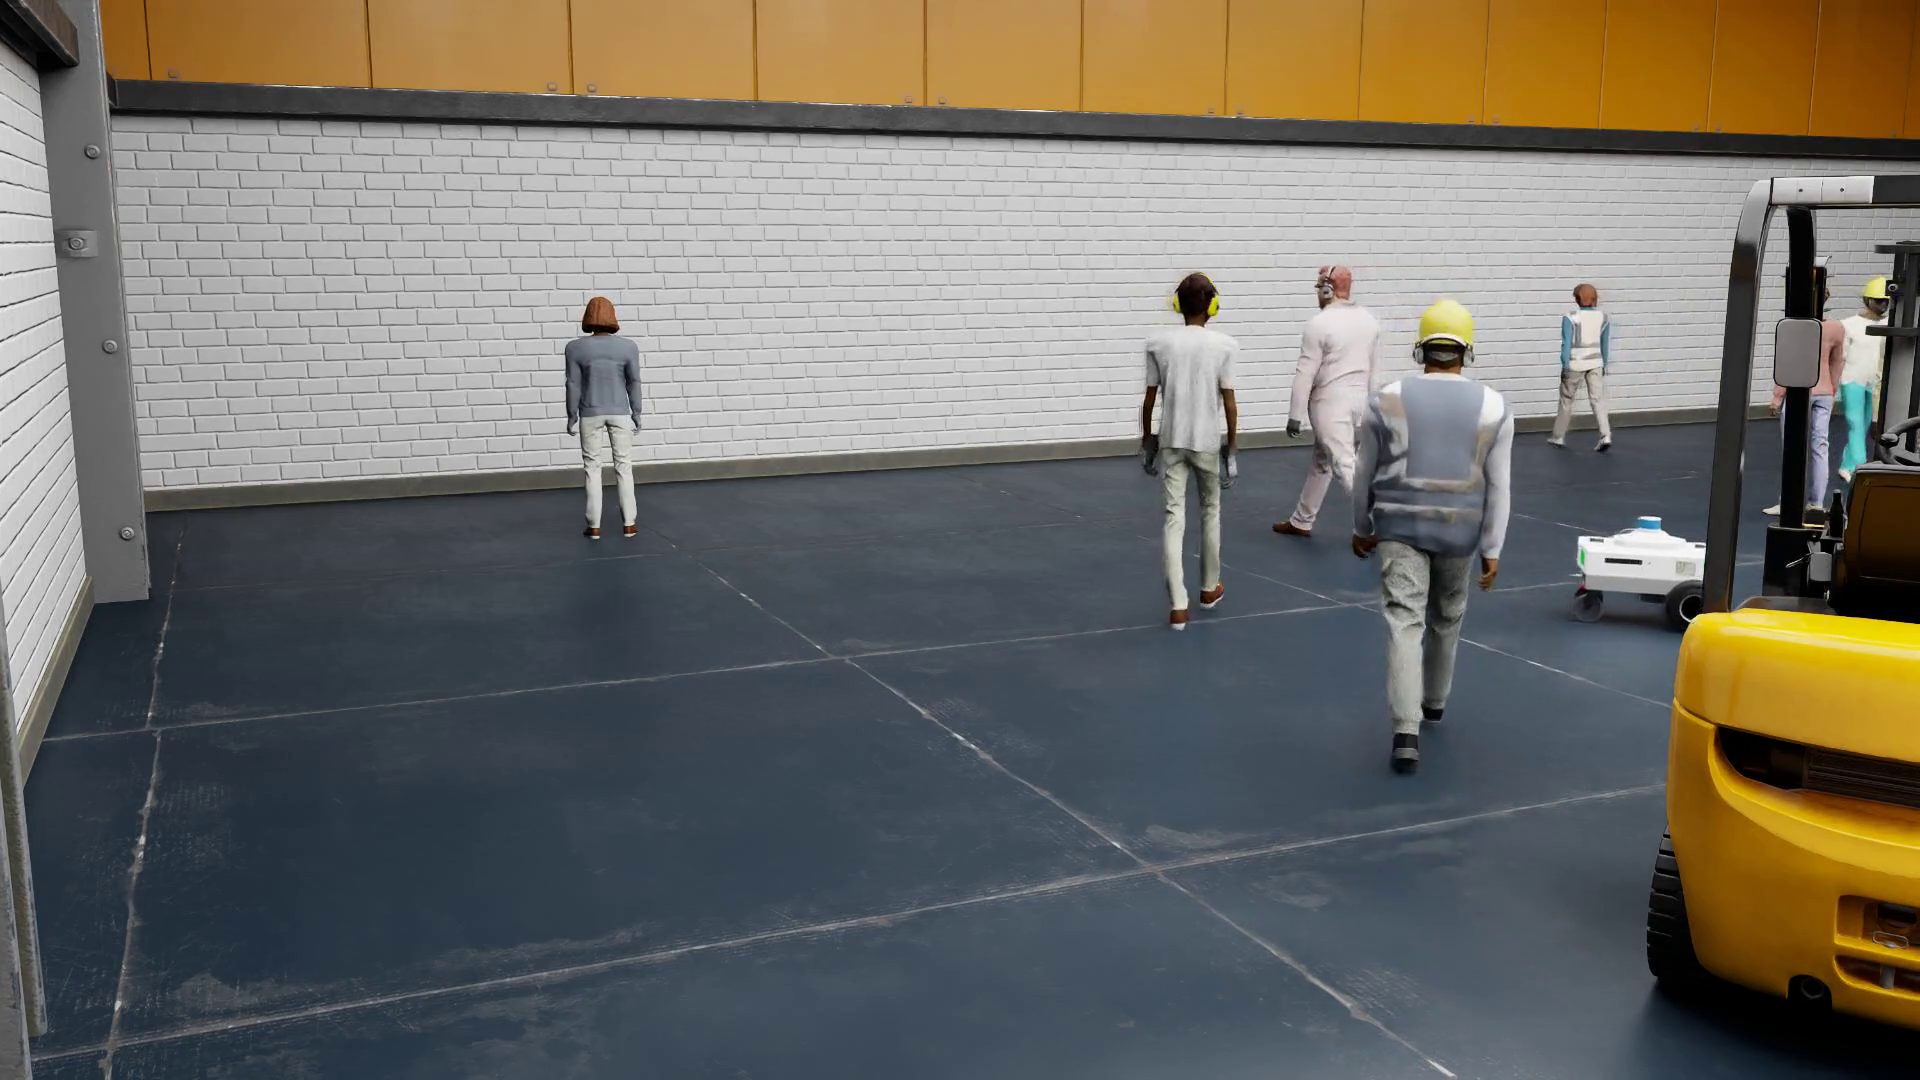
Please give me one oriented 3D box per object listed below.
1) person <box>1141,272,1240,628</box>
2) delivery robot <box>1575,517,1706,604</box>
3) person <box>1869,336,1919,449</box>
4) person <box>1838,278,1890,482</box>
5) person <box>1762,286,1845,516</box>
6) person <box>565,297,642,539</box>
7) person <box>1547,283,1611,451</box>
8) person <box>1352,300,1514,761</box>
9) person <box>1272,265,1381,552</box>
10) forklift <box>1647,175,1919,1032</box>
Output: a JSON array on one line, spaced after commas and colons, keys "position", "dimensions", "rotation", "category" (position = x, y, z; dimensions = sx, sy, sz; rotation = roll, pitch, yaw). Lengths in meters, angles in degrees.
[{"position": [1.231, -0.492, 8.877], "dimensions": [0.540, 1.831, 0.874], "rotation": [3, 11, 16], "category": "person"}, {"position": [3.627, 0.120, 8.778], "dimensions": [0.707, 0.478, 0.477], "rotation": [4, 11, 20], "category": "delivery robot"}, {"position": [6.136, -0.794, 10.586], "dimensions": [0.607, 1.815, 0.421], "rotation": [6, 12, 28], "category": "person"}, {"position": [7.347, -1.262, 13.475], "dimensions": [0.527, 1.708, 0.946], "rotation": [1, 10, 5], "category": "person"}, {"position": [6.136, -1.038, 12.092], "dimensions": [0.523, 1.765, 0.316], "rotation": [-2, 11, -12], "category": "person"}, {"position": [-2.407, -0.822, 11.258], "dimensions": [0.509, 1.631, 0.267], "rotation": [-3, 11, -17], "category": "person"}, {"position": [6.013, -1.660, 15.971], "dimensions": [0.536, 1.597, 0.860], "rotation": [-2, 10, -11], "category": "person"}, {"position": [1.847, -0.048, 6.561], "dimensions": [0.584, 1.793, 0.923], "rotation": [1, 10, 8], "category": "person"}, {"position": [2.479, -0.868, 10.925], "dimensions": [0.651, 1.859, 1.035], "rotation": [-8, 13, -38], "category": "person"}, {"position": [2.810, 0.094, 4.662], "dimensions": [1.214, 2.155, 2.313], "rotation": [7, 12, 34], "category": "forklift"}]
